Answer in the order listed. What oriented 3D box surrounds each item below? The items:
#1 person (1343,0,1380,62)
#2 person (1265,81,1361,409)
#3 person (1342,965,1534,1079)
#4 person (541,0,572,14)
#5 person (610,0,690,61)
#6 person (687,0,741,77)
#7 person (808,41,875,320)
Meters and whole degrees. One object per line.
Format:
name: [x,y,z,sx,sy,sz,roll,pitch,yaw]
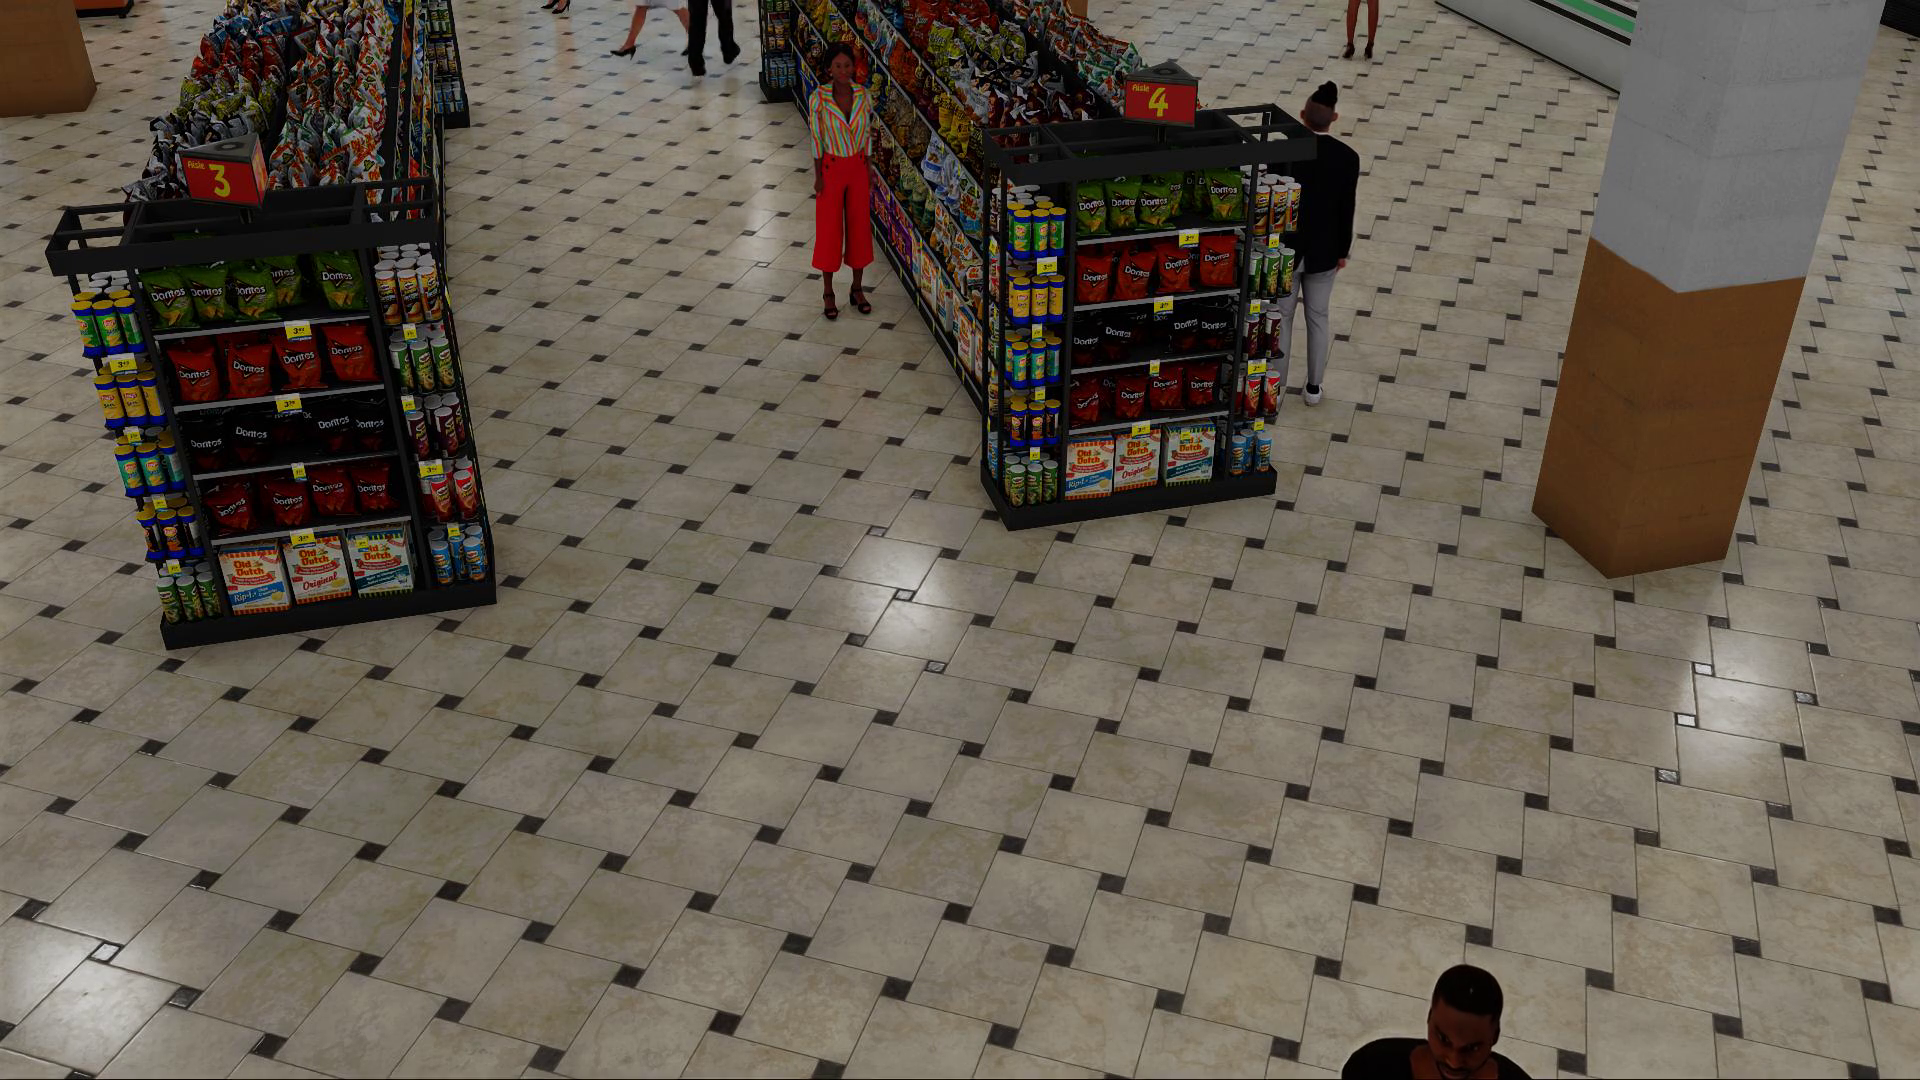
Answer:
person: [3.865,-5.466,15.771,0.656,1.794,0.664,5,32,8]
person: [1.979,-1.680,9.541,0.771,1.948,0.711,1,32,2]
person: [1.146,1.739,4.182,0.721,1.804,0.705,8,33,12]
person: [-4.301,-6.440,17.314,0.862,1.818,0.777,-20,37,-29]
person: [-2.752,-5.357,15.694,0.899,1.690,1.114,-20,37,-29]
person: [-2.345,-5.124,15.224,1.044,1.791,1.310,4,32,7]
person: [-0.750,-2.297,10.679,0.623,1.793,0.566,-12,34,-19]
